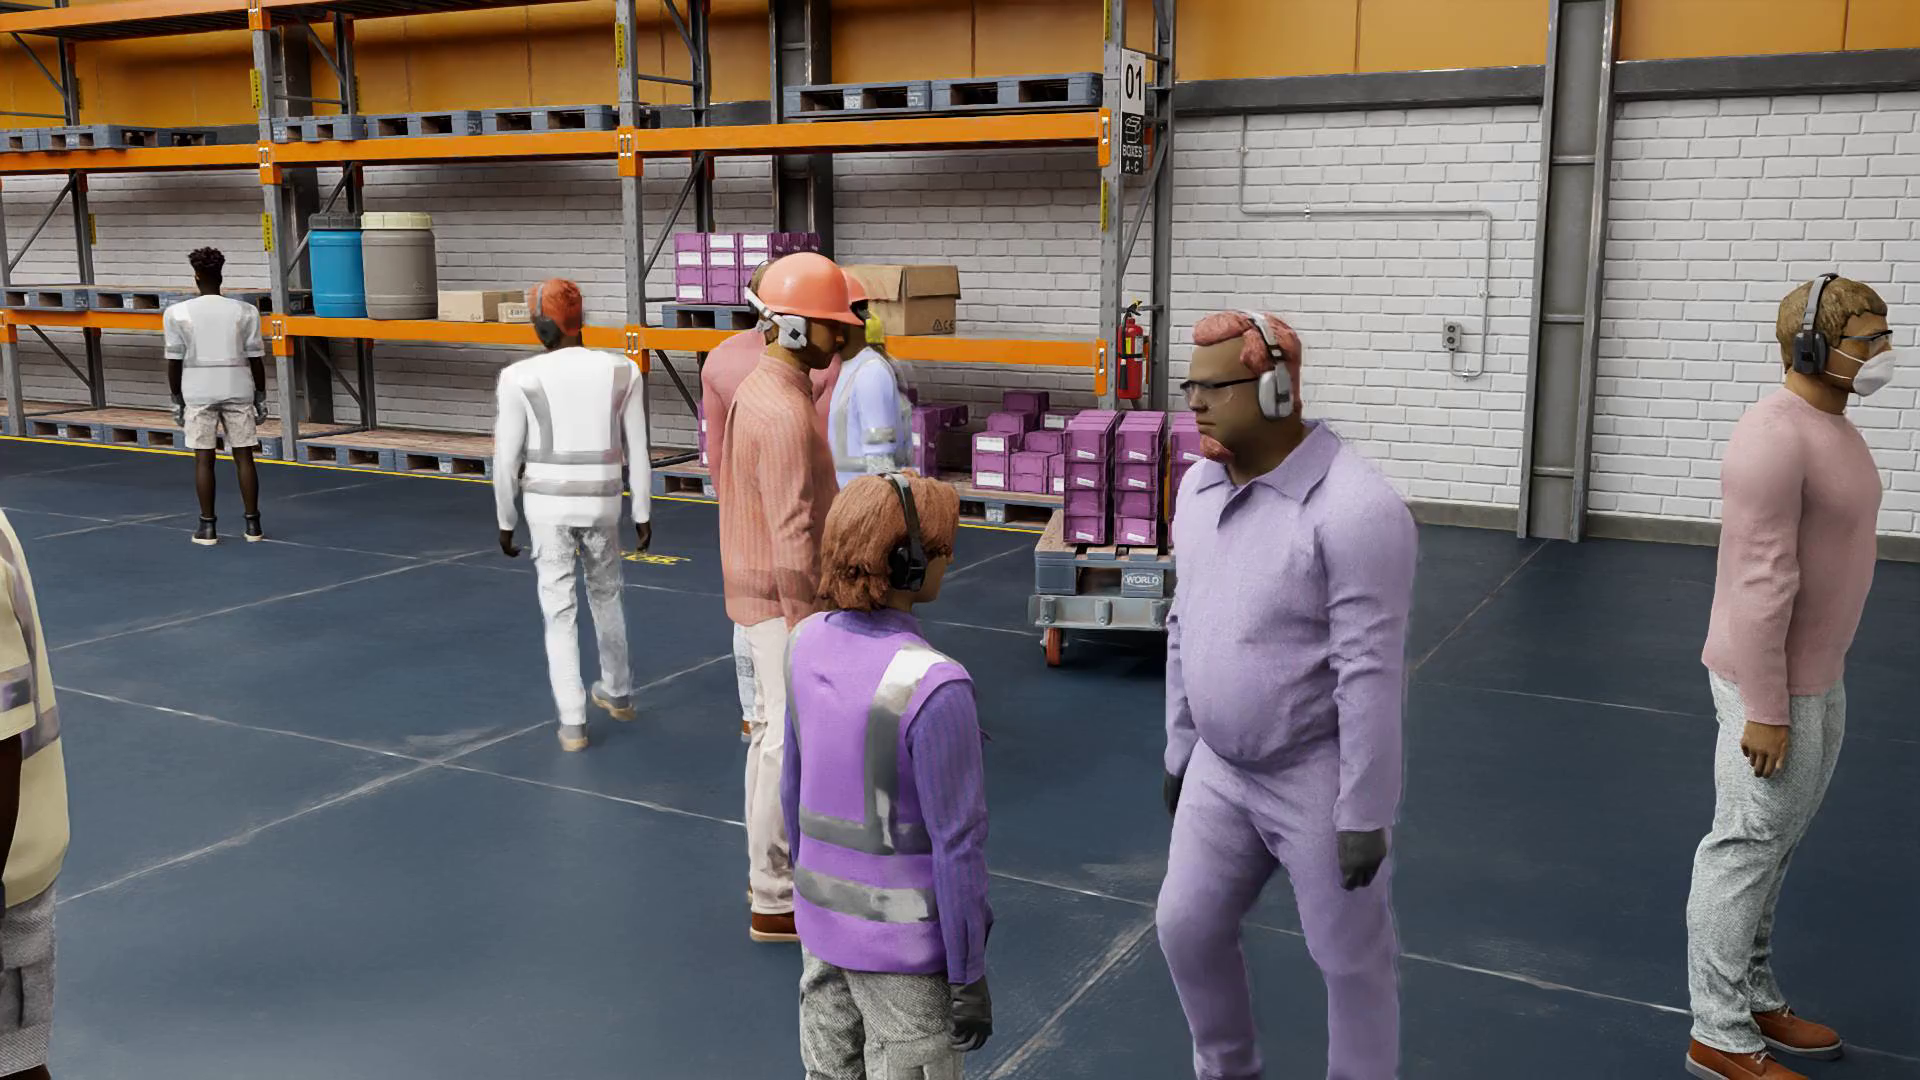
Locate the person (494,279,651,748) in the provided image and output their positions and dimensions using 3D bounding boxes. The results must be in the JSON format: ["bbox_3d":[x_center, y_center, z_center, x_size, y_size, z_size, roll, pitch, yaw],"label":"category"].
[{"bbox_3d":[-1.603,-0.122,6.768,0.608,1.850,0.711,-5,12,-27],"label":"person"}]

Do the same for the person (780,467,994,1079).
[{"bbox_3d":[-0.127,0.693,2.872,0.308,1.639,0.524,-8,13,-37],"label":"person"}]

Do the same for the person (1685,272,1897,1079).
[{"bbox_3d":[1.971,0.347,3.952,0.371,1.940,0.627,8,13,38],"label":"person"}]

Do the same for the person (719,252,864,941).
[{"bbox_3d":[-0.476,0.178,4.777,0.411,1.980,0.625,-2,11,-13],"label":"person"}]

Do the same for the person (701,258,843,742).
[{"bbox_3d":[-0.703,-0.139,6.615,0.630,1.940,0.373,3,11,17],"label":"person"}]

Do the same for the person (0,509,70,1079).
[{"bbox_3d":[-1.714,0.539,2.822,0.362,1.962,0.614,-7,13,-34],"label":"person"}]

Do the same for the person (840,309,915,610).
[{"bbox_3d":[-0.409,-0.080,6.848,0.484,1.737,0.322,3,11,18],"label":"person"}]

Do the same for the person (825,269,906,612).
[{"bbox_3d":[-0.447,-0.093,6.469,0.633,1.897,0.549,-1,10,-4],"label":"person"}]

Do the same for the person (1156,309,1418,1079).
[{"bbox_3d":[0.666,0.467,3.435,0.449,1.880,0.645,-6,12,-30],"label":"person"}]

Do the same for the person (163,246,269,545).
[{"bbox_3d":[-4.908,-0.951,11.010,0.606,1.959,0.367,-6,12,-28],"label":"person"}]
